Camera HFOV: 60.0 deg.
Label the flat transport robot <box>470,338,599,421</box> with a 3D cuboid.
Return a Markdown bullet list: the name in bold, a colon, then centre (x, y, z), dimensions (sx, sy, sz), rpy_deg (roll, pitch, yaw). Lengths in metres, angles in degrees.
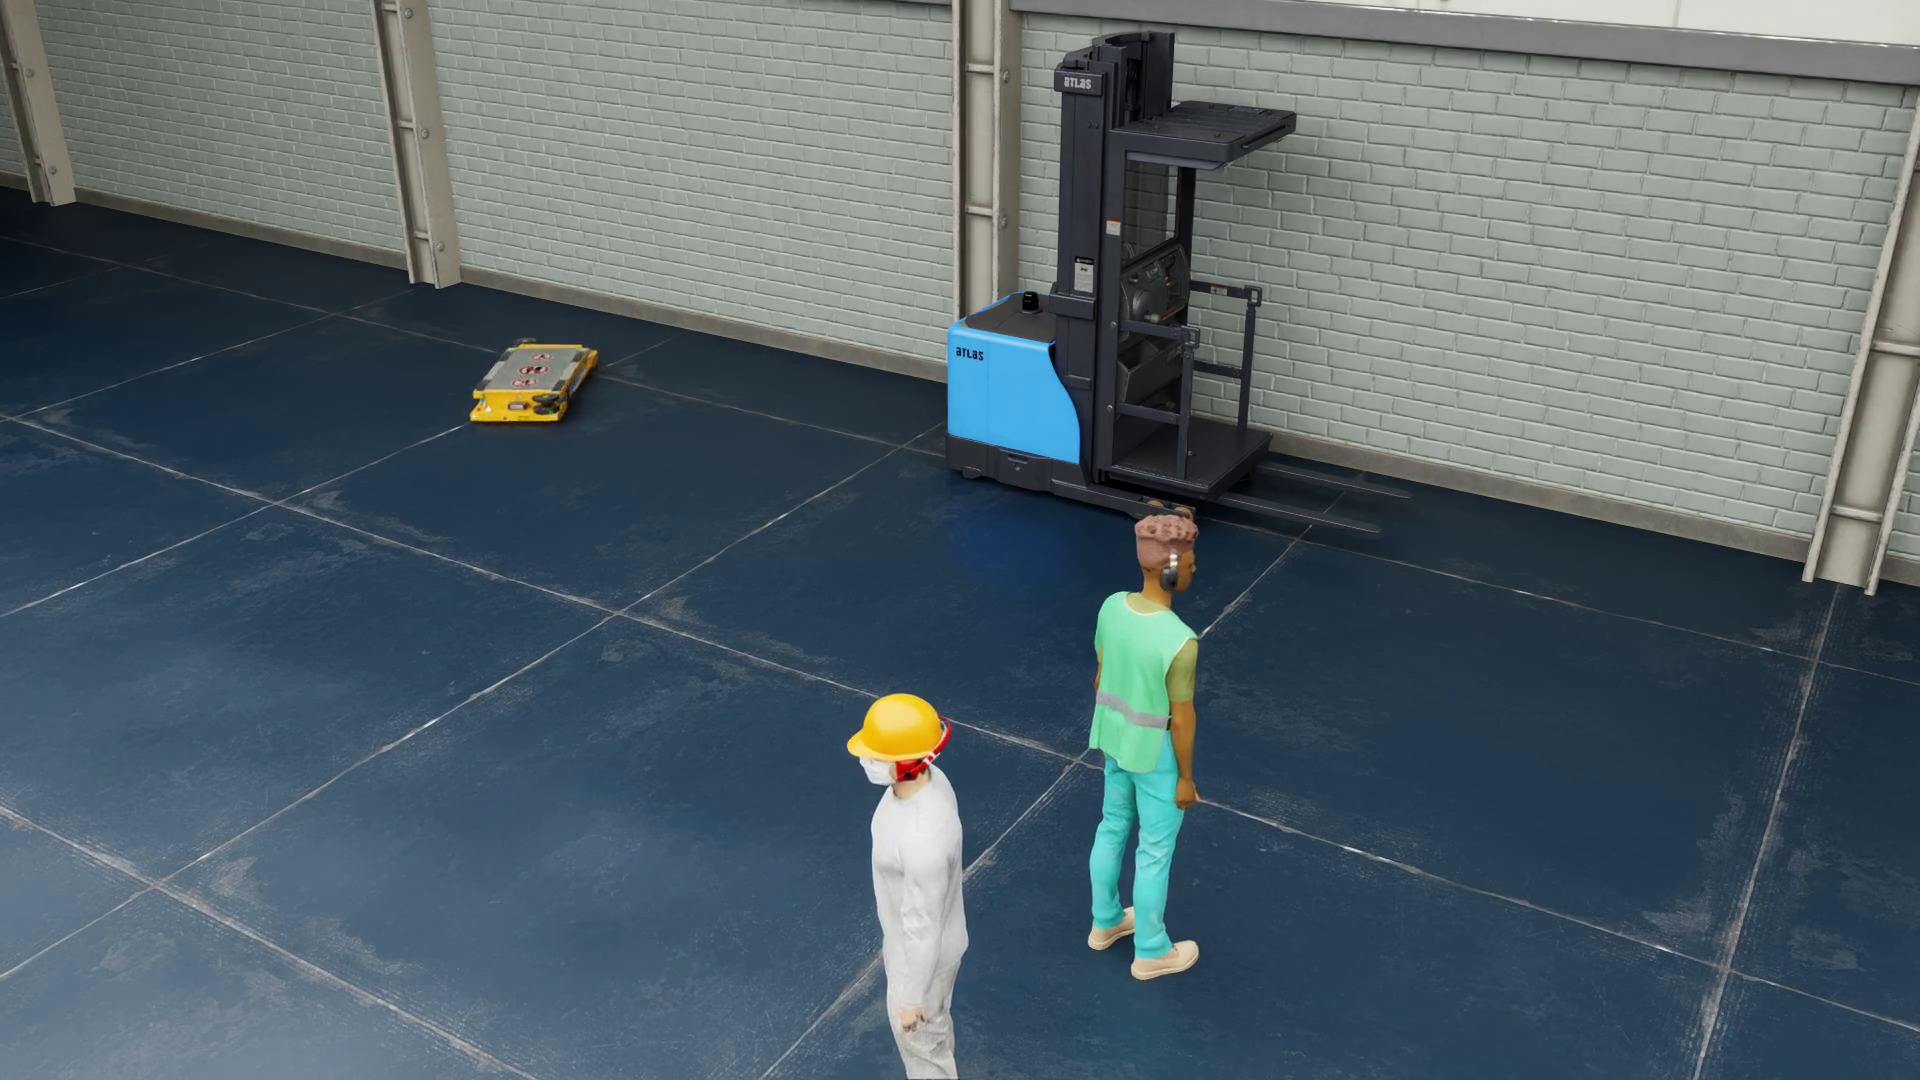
- **flat transport robot**: centre (-3.280, -1.244, 12.889), dimensions (0.659, 0.231, 1.431), rpy_deg (0, 25, 1)

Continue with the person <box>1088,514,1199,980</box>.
- **person**: centre (0.716, 0.824, 6.520), dimensions (0.395, 1.977, 0.484), rpy_deg (-18, 31, -33)

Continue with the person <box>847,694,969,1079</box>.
- **person**: centre (-0.164, 1.334, 5.545), dimensions (0.378, 1.888, 0.574), rpy_deg (-2, 25, -5)

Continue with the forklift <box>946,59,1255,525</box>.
- **forklift**: centre (0.933, -1.707, 10.833), dimensions (1.873, 2.768, 1.129), rpy_deg (15, 29, 28)
